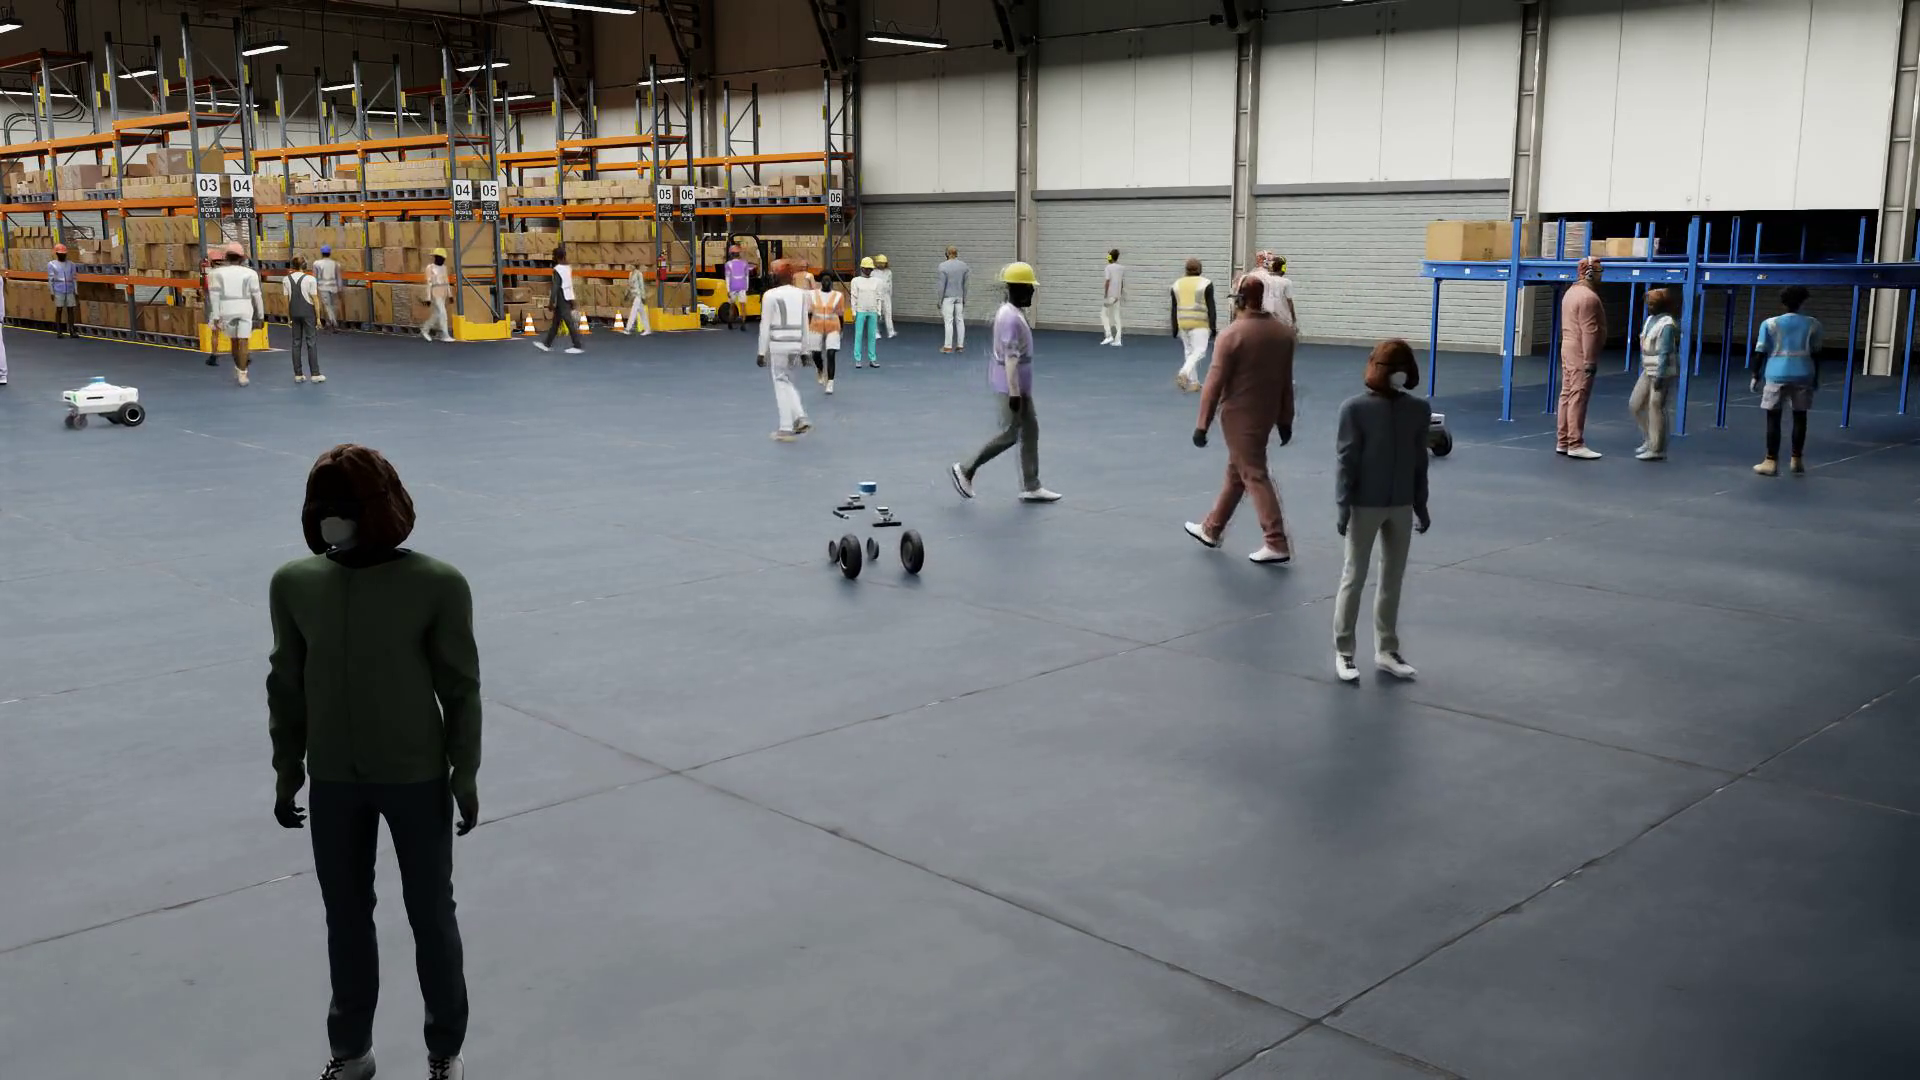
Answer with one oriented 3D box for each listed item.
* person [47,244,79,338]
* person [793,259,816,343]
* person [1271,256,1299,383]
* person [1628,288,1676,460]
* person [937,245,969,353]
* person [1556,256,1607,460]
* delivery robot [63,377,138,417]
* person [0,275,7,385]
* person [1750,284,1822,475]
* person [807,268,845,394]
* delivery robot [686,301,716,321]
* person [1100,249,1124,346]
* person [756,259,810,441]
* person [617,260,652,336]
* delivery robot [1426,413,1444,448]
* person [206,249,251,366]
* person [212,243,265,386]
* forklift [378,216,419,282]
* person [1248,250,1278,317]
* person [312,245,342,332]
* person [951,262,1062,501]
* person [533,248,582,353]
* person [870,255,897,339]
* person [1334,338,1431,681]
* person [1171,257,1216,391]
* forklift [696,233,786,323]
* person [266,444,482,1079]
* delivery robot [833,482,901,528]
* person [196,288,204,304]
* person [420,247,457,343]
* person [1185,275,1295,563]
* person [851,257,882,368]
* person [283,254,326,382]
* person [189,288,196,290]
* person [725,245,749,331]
[{"bbox_3d":[-18.510,-5.145,34.372,0.377,1.932,0.552,10,14,43],"label":"person"},{"bbox_3d":[-3.068,-4.728,32.936,0.533,1.636,0.369,7,12,32],"label":"person"},{"bbox_3d":[4.461,-3.108,23.605,0.967,1.838,0.506,-7,13,-34],"label":"person"},{"bbox_3d":[6.515,-1.550,15.614,0.371,1.615,0.554,0,10,1],"label":"person"},{"bbox_3d":[-0.145,-4.348,30.017,0.630,1.940,0.373,-7,12,-33],"label":"person"},{"bbox_3d":[5.967,-1.747,15.917,0.402,1.911,0.639,1,10,4],"label":"person"},{"bbox_3d":[-9.565,-1.572,18.517,0.477,0.478,0.707,10,14,43],"label":"delivery robot"},{"bbox_3d":[-13.785,-3.123,23.423,0.402,1.911,0.639,6,12,28],"label":"person"},{"bbox_3d":[7.340,-1.420,14.744,0.593,1.680,0.382,2,11,9],"label":"person"},{"bbox_3d":[-1.805,-2.833,22.435,0.535,1.679,0.569,0,10,1],"label":"person"},{"bbox_3d":[-6.174,-5.436,39.585,0.707,0.478,0.477,6,12,29],"label":"delivery robot"},{"bbox_3d":[2.921,-4.663,31.973,0.549,1.849,0.566,-8,13,-38],"label":"person"},{"bbox_3d":[-1.838,-1.965,17.224,0.418,1.869,0.587,7,13,35],"label":"person"},{"bbox_3d":[-6.859,-5.084,34.972,0.861,1.595,0.533,-6,12,-31],"label":"person"},{"bbox_3d":[4.369,-1.144,16.184,0.477,0.478,0.707,-5,11,-26],"label":"delivery robot"},{"bbox_3d":[-11.928,-3.763,26.977,0.992,1.897,0.544,7,12,32],"label":"person"},{"bbox_3d":[-10.278,-3.231,23.772,0.640,1.992,1.022,-2,11,-9],"label":"person"},{"bbox_3d":[-17.868,-9.201,54.028,1.873,2.768,1.129,-10,14,-44],"label":"forklift"},{"bbox_3d":[4.088,-2.945,22.450,0.406,1.911,0.636,-3,11,-17],"label":"person"},{"bbox_3d":[-13.806,-5.493,36.354,0.894,1.914,0.598,10,14,43],"label":"person"},{"bbox_3d":[0.379,-1.247,13.189,0.800,1.905,0.596,2,11,8],"label":"person"},{"bbox_3d":[-7.286,-4.316,30.022,0.966,1.865,0.618,1,10,5],"label":"person"},{"bbox_3d":[-1.574,-4.949,33.919,0.505,1.693,0.902,-5,11,-24],"label":"person"},{"bbox_3d":[2.014,-0.149,7.950,0.506,1.632,0.266,-3,11,-18],"label":"person"},{"bbox_3d":[3.133,-2.906,22.489,0.631,1.821,0.783,9,13,39],"label":"person"},{"bbox_3d":[-5.496,-6.489,41.108,2.313,2.155,1.214,-10,14,-44],"label":"forklift"},{"bbox_3d":[-1.395,0.579,3.979,0.508,1.632,0.265,1,10,3],"label":"person"},{"bbox_3d":[-0.583,-0.252,10.597,0.335,0.223,0.698,-4,12,-23],"label":"delivery robot"},{"bbox_3d":[-17.212,-5.788,38.159,0.648,1.829,0.526,-7,13,-34],"label":"person"},{"bbox_3d":[-10.455,-4.892,33.166,0.870,1.882,0.577,3,11,14],"label":"person"},{"bbox_3d":[1.833,-0.803,10.914,0.672,1.848,1.013,-9,14,-40],"label":"person"},{"bbox_3d":[-1.499,-3.657,26.723,0.524,1.768,0.312,-5,11,-24],"label":"person"},{"bbox_3d":[-9.497,-3.209,24.060,0.506,1.846,0.345,1,10,4],"label":"person"},{"bbox_3d":[-21.342,-7.263,46.241,0.650,1.817,0.510,3,11,17],"label":"person"},{"bbox_3d":[-4.976,-5.621,37.135,0.562,1.885,1.013,-4,11,-19],"label":"person"}]
